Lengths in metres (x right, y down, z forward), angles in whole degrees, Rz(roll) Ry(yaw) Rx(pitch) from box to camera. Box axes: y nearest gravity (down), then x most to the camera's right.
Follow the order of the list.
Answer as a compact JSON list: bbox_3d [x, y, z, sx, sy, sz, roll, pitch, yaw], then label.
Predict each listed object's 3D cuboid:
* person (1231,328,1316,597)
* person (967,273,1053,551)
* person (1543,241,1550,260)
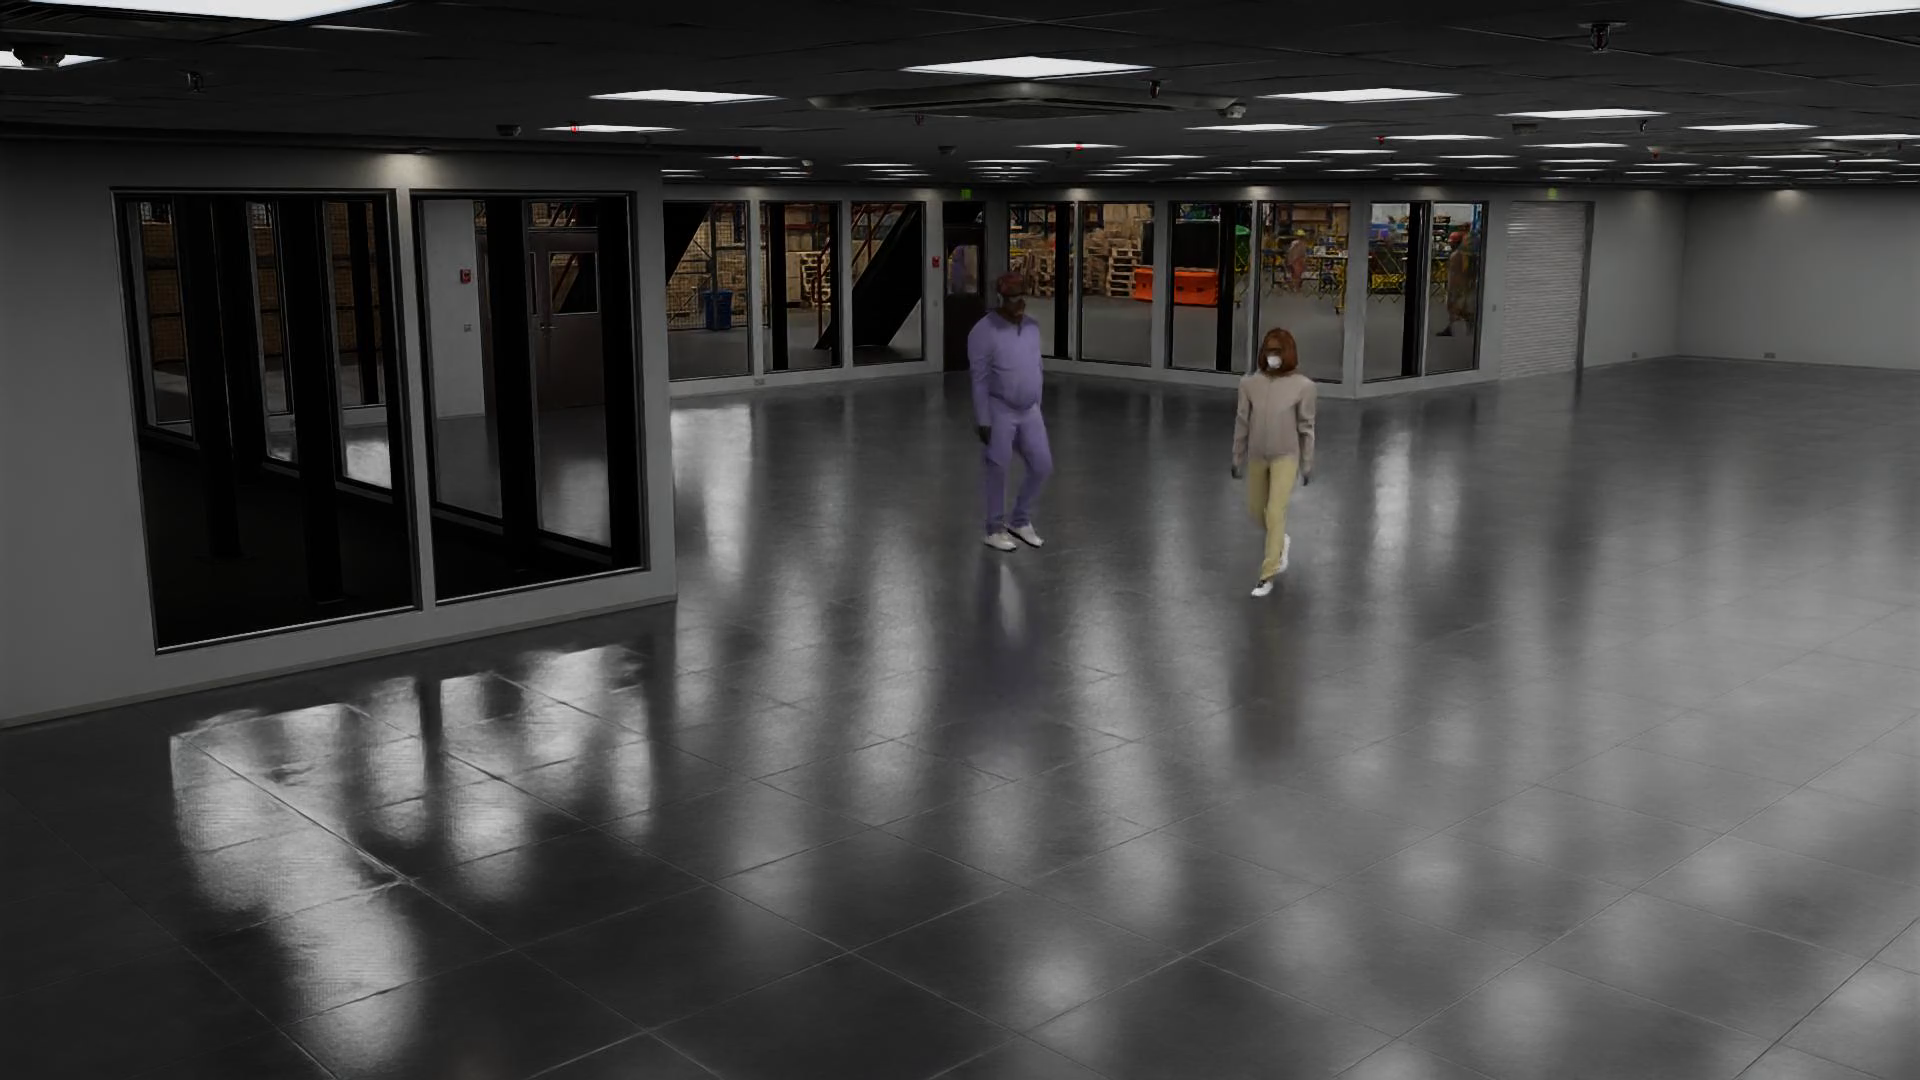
[{"bbox_3d":[1.936,-0.497,10.170,0.507,1.612,0.681,8,14,34],"label":"person"},{"bbox_3d":[0.368,-0.852,11.278,0.669,1.886,0.517,-9,15,-39],"label":"person"},{"bbox_3d":[18.199,-8.865,51.492,0.519,1.869,0.327,4,12,18],"label":"person"}]
